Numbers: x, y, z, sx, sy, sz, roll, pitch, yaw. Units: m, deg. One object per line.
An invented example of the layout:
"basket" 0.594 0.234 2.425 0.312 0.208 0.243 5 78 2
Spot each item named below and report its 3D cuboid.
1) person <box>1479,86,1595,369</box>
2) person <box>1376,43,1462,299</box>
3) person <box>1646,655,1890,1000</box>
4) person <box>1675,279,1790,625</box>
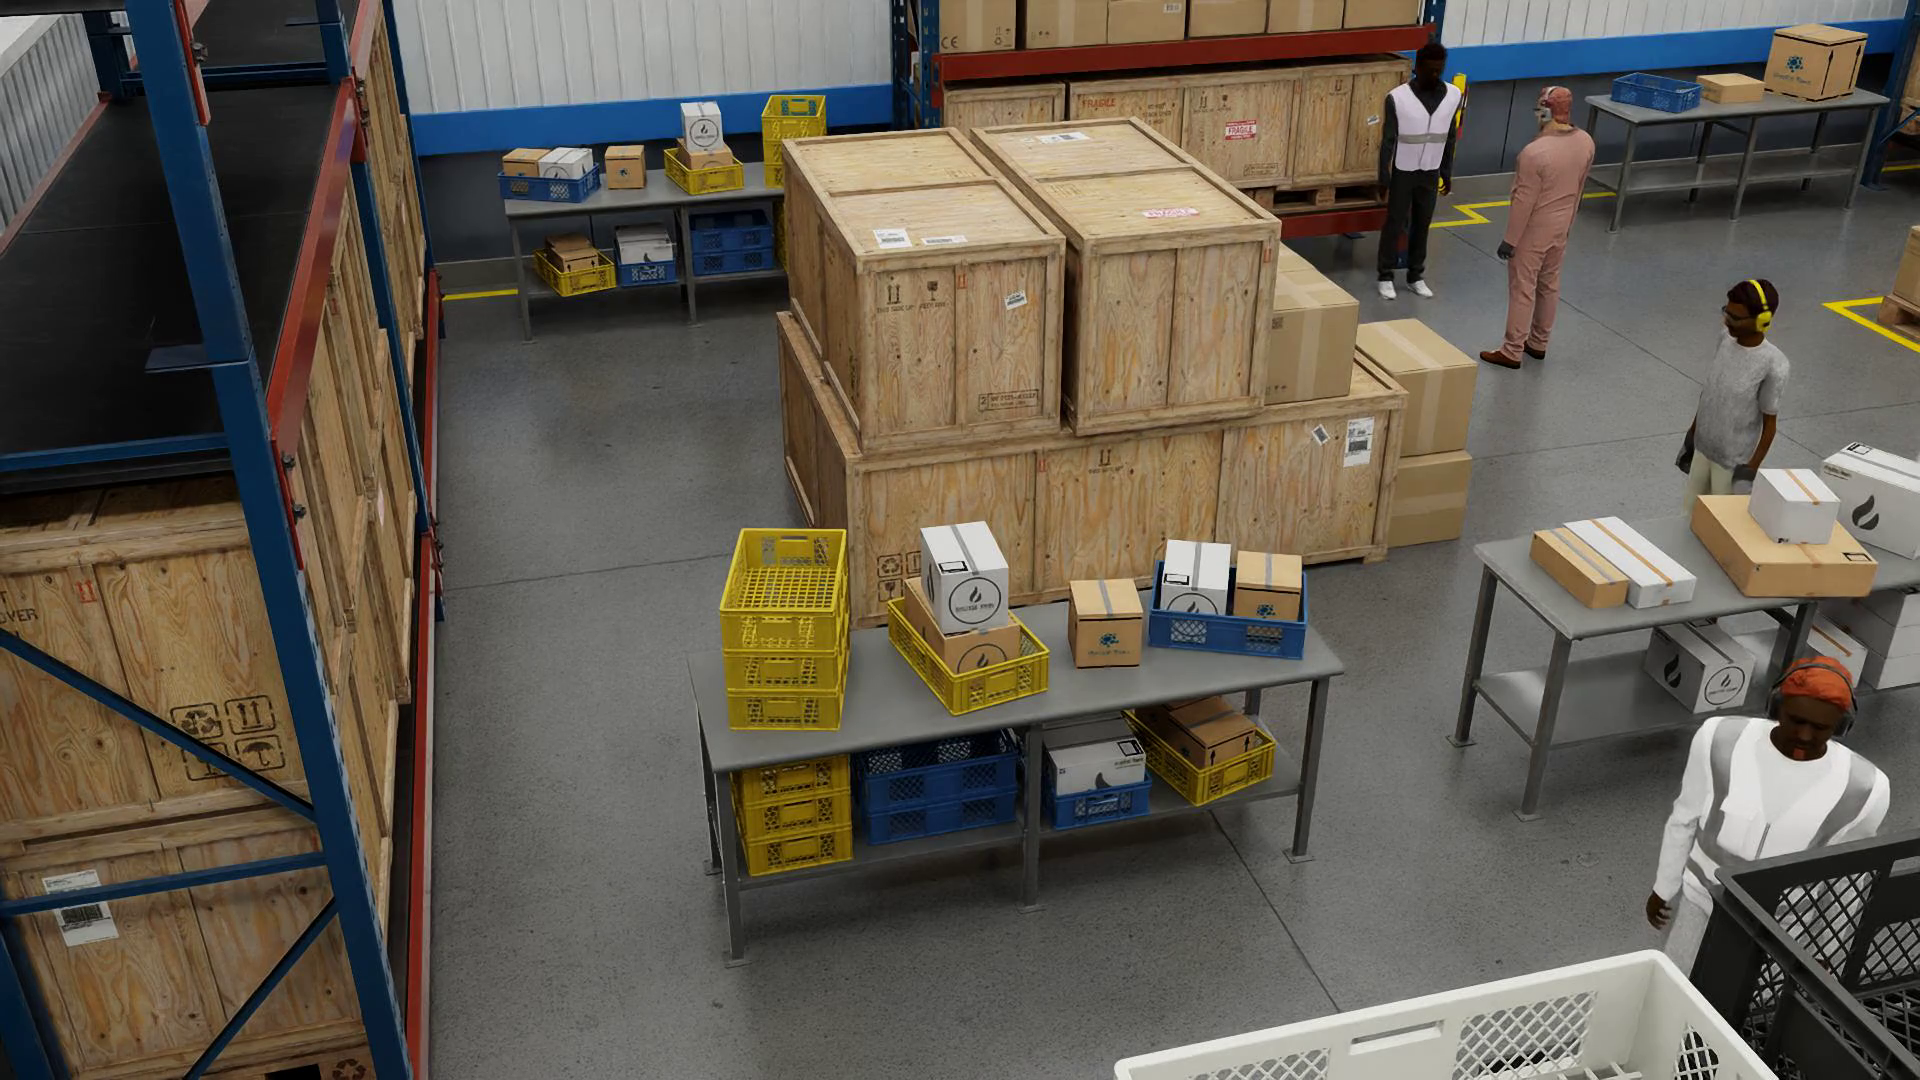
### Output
"person" 3.886 -2.099 11.223 0.638 1.902 0.407 -18 34 -29
"person" 3.385 -2.742 12.385 0.593 1.909 0.407 -6 30 -12
"person" 2.518 1.171 5.318 0.579 1.878 0.360 17 33 29
"person" 3.725 -0.395 8.171 0.328 1.861 0.521 -7 30 -13
